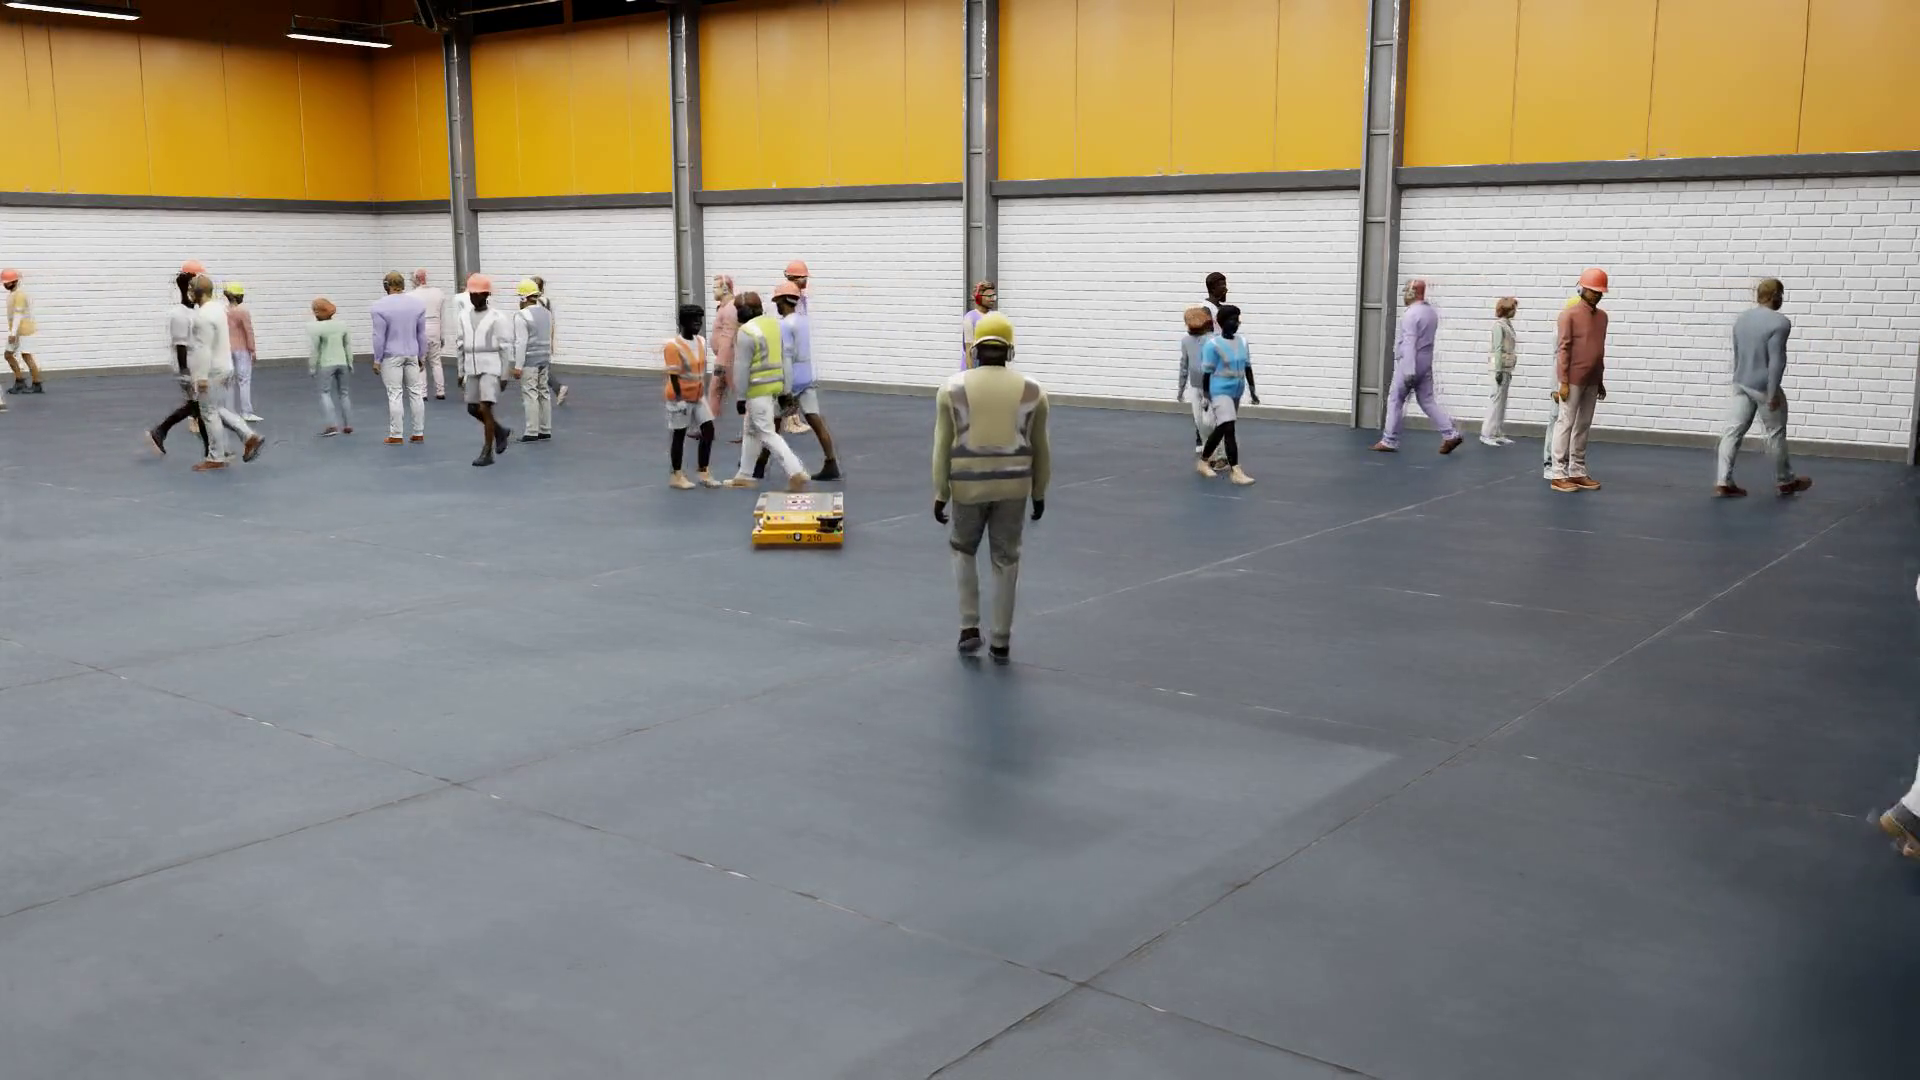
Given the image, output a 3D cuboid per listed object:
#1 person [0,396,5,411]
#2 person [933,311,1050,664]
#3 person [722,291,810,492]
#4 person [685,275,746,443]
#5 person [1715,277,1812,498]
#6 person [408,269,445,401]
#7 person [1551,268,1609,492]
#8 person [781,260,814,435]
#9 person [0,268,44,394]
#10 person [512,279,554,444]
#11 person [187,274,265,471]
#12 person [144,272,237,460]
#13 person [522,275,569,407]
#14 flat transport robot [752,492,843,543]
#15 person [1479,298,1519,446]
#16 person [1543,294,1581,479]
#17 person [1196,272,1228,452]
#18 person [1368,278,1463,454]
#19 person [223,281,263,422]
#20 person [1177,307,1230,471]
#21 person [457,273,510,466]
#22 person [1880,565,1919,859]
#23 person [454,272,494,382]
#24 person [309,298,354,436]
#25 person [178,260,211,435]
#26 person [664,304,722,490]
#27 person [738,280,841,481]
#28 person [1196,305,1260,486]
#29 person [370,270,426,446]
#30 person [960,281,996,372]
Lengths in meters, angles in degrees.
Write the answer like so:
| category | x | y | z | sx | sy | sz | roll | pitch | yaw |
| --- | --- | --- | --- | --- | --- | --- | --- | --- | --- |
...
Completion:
| category | x | y | z | sx | sy | sz | roll | pitch | yaw |
| --- | --- | --- | --- | --- | --- | --- | --- | --- | --- |
| person | -13.311 | -2.589 | 22.137 | 0.969 | 1.818 | 0.506 | -5 | 11 | -25 |
| person | 0.162 | -0.275 | 8.664 | 0.619 | 1.811 | 0.538 | -1 | 10 | -4 |
| person | -1.722 | -1.311 | 14.781 | 0.898 | 1.797 | 0.646 | 3 | 10 | 19 |
| person | -2.698 | -2.014 | 18.605 | 0.905 | 1.867 | 0.672 | -2 | 10 | -10 |
| person | 7.009 | -1.312 | 14.440 | 0.989 | 1.896 | 0.648 | -3 | 10 | -18 |
| person | -7.740 | -2.936 | 24.030 | 0.415 | 1.914 | 0.671 | 6 | 11 | 31 |
| person | 5.573 | -1.426 | 14.874 | 0.611 | 1.984 | 0.401 | -6 | 11 | -31 |
| person | -1.901 | -2.257 | 19.599 | 0.450 | 2.042 | 0.622 | 2 | 10 | 12 |
| person | -14.211 | -3.134 | 25.064 | 0.616 | 1.897 | 0.563 | -9 | 13 | -42 |
| person | -4.792 | -1.991 | 18.600 | 0.404 | 1.833 | 0.589 | 4 | 10 | 21 |
| person | -7.228 | -1.627 | 16.237 | 0.558 | 1.920 | 0.632 | -3 | 10 | -14 |
| person | -7.933 | -1.769 | 17.005 | 0.812 | 1.941 | 0.618 | -2 | 10 | -14 |
| person | -5.715 | -2.710 | 22.810 | 0.765 | 1.826 | 0.518 | 4 | 11 | 22 |
| flat transport robot | -1.214 | -0.185 | 12.626 | 0.652 | 0.197 | 1.431 | -1 | 10 | -4 |
| person | 6.006 | -1.863 | 18.473 | 0.352 | 1.641 | 0.553 | 5 | 11 | 29 |
| person | 5.734 | -1.428 | 15.589 | 0.492 | 1.740 | 0.325 | -7 | 12 | -35 |
| person | 2.682 | -1.895 | 17.790 | 0.392 | 1.920 | 0.587 | 3 | 10 | 18 |
| person | 4.872 | -1.833 | 17.600 | 0.936 | 1.872 | 0.658 | 8 | 13 | 40 |
| person | -9.123 | -2.373 | 21.021 | 0.533 | 1.768 | 0.310 | 3 | 10 | 17 |
| person | 2.368 | -1.464 | 16.197 | 0.444 | 1.598 | 0.521 | -7 | 12 | -36 |
| person | -4.766 | -1.722 | 16.771 | 0.552 | 1.923 | 0.695 | 3 | 10 | 17 |
| person | 3.462 | 0.224 | 5.612 | 0.412 | 1.870 | 0.578 | 5 | 11 | 28 |
| person | -6.980 | -2.923 | 23.942 | 0.571 | 1.865 | 0.738 | -2 | 10 | -13 |
| person | -7.290 | -2.017 | 19.402 | 0.386 | 1.613 | 0.564 | 7 | 12 | 34 |
| person | -8.953 | -2.262 | 19.566 | 0.386 | 2.041 | 0.615 | -6 | 11 | -32 |
| person | -2.379 | -1.259 | 14.782 | 0.573 | 1.669 | 0.548 | 6 | 11 | 31 |
| person | -1.569 | -1.476 | 15.542 | 1.071 | 1.871 | 0.545 | 4 | 11 | 23 |
| person | 2.468 | -1.361 | 15.455 | 0.534 | 1.652 | 0.853 | -8 | 13 | -39 |
| person | -6.197 | -2.006 | 18.383 | 0.373 | 1.940 | 0.628 | 9 | 13 | 43 |
| person | 0.205 | -1.607 | 16.325 | 0.380 | 1.845 | 0.570 | 5 | 11 | 25 |
